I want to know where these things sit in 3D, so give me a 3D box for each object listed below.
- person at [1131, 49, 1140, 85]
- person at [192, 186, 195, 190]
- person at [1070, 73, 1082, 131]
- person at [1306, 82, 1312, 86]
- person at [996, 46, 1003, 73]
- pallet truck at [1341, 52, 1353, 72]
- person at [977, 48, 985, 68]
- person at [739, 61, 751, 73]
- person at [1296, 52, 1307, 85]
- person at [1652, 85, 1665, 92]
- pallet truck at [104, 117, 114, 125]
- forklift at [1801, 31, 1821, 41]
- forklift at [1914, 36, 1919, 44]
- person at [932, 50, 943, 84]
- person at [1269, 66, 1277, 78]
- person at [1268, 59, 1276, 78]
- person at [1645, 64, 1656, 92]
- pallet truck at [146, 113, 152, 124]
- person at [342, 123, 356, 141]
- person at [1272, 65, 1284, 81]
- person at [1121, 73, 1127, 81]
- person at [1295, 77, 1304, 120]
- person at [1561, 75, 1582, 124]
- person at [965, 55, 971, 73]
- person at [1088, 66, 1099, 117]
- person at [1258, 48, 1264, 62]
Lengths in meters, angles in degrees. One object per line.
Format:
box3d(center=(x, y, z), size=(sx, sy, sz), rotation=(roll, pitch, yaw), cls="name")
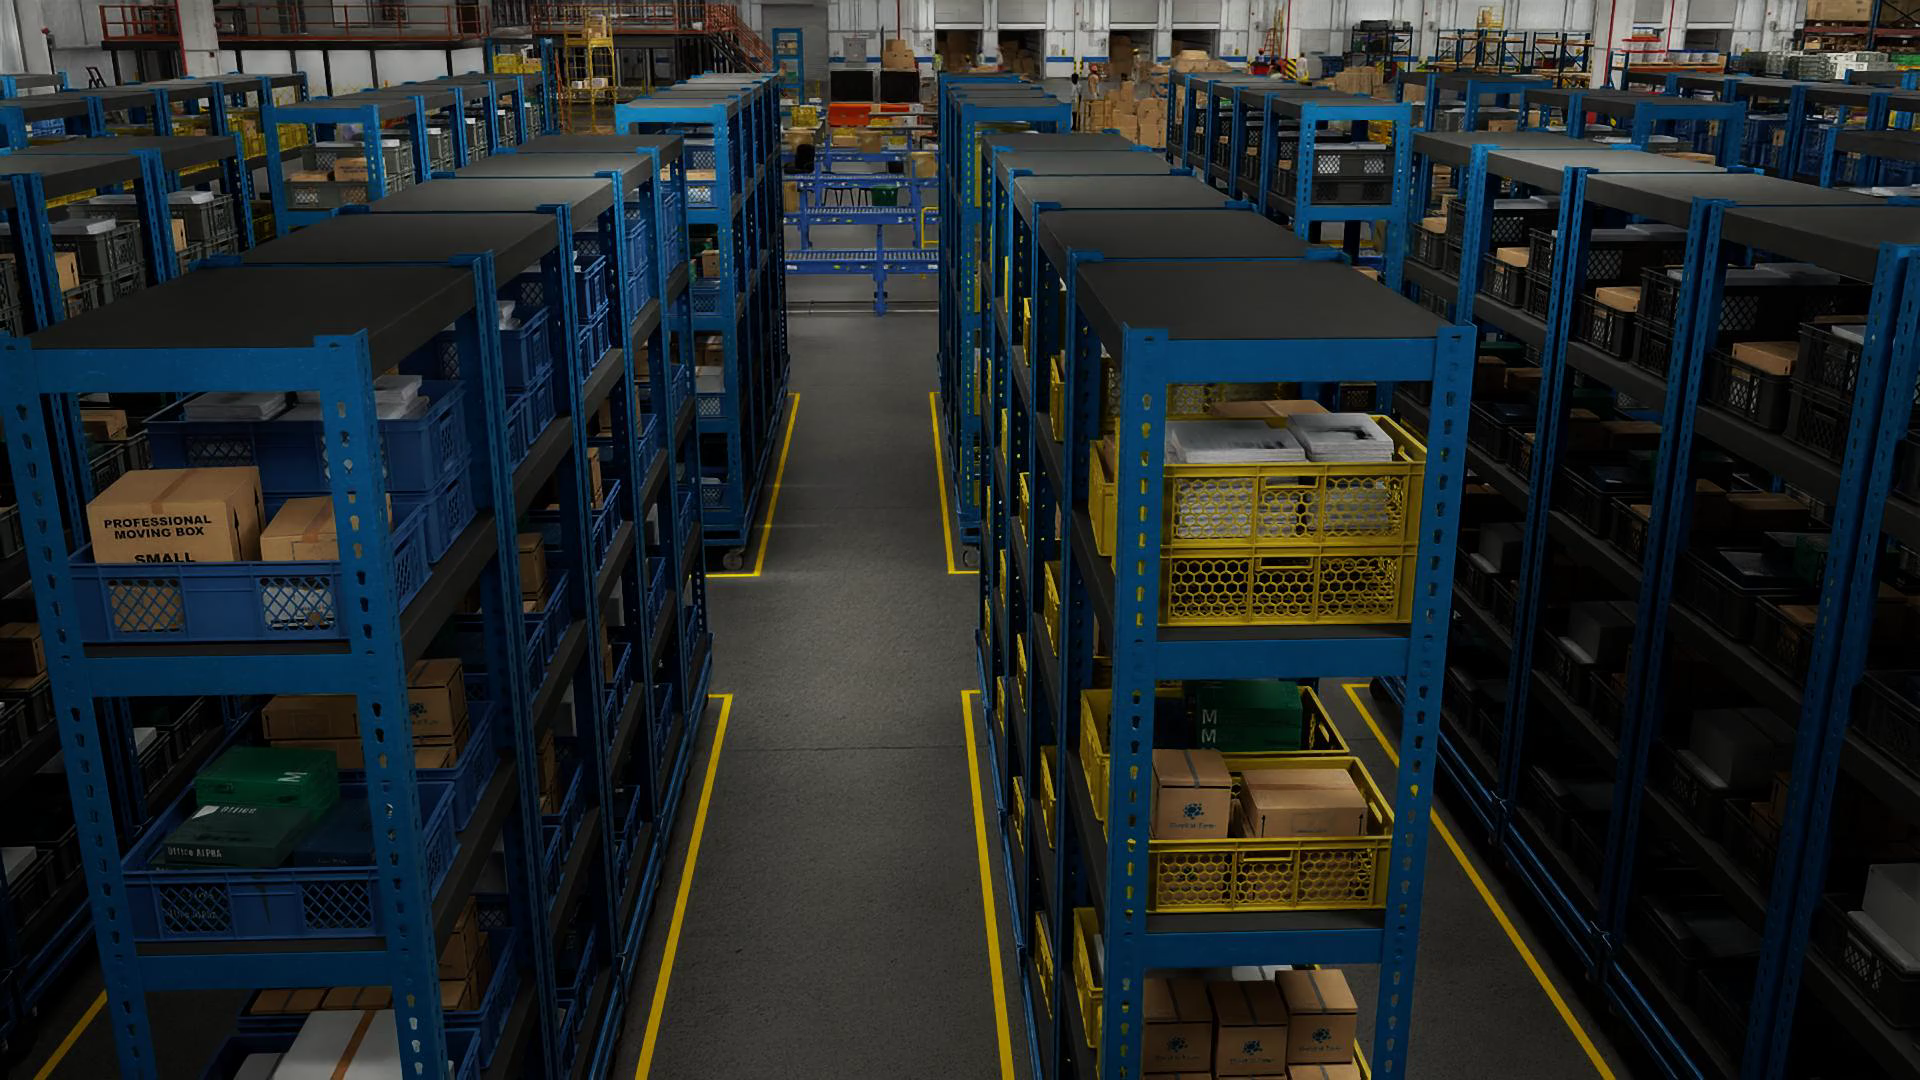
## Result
box3d(center=(9.528, -25.683, 90.304), size=(0.628, 1.905, 0.611), rotation=(15, 23, 39), cls="person")
box3d(center=(-18.150, -9.269, 39.537), size=(0.437, 1.890, 0.664), rotation=(11, 21, 31), cls="person")
box3d(center=(4.012, -15.187, 57.725), size=(0.368, 1.965, 0.609), rotation=(-8, 19, -22), cls="person")
box3d(center=(11.910, -14.859, 57.148), size=(0.320, 1.692, 0.534), rotation=(6, 19, 19), cls="person")
box3d(center=(2.172, -26.781, 93.603), size=(0.801, 1.968, 0.625), rotation=(3, 18, 9), cls="person")
box3d(center=(18.794, -23.123, 82.231), size=(0.823, 1.965, 1.885), rotation=(-13, 22, -35), cls="pallet truck")
box3d(center=(1.175, -26.003, 91.258), size=(0.611, 1.927, 0.624), rotation=(14, 22, 36), cls="person")
box3d(center=(-10.029, -21.590, 77.741), size=(0.585, 1.849, 0.949), rotation=(-4, 18, -12), cls="person")
box3d(center=(17.064, -23.380, 83.121), size=(0.372, 1.940, 0.627), rotation=(-16, 24, -41), cls="person")
box3d(center=(26.774, -17.060, 63.601), size=(0.593, 1.917, 0.392), rotation=(7, 19, 20), cls="person")
box3d(center=(-18.367, -7.885, 35.078), size=(1.885, 1.965, 0.823), rotation=(1, 18, 2), cls="pallet truck")
box3d(center=(45.917, -26.108, 90.055), size=(1.129, 2.768, 1.873), rotation=(-1, 18, -2), cls="forklift")
box3d(center=(50.112, -25.109, 86.965), size=(1.129, 2.768, 1.873), rotation=(-7, 19, -21), cls="forklift")
box3d(center=(-1.251, -25.985, 91.343), size=(0.626, 1.840, 0.430), rotation=(-7, 19, -21), cls="person")
box3d(center=(12.848, -18.484, 68.127), size=(0.675, 1.847, 0.519), rotation=(-12, 21, -32), cls="person")
box3d(center=(15.101, -22.396, 80.480), size=(0.534, 1.692, 0.321), rotation=(-17, 24, -42), cls="person")
box3d(center=(30.785, -20.421, 74.072), size=(0.574, 1.876, 0.355), rotation=(-7, 19, -20), cls="person")
box3d(center=(-18.087, -8.309, 36.390), size=(1.885, 1.965, 0.823), rotation=(-1, 18, -4), cls="pallet truck")
box3d(center=(-15.814, -10.429, 42.979), size=(1.066, 1.986, 0.636), rotation=(-6, 19, -19), cls="person")
box3d(center=(12.772, -18.127, 66.937), size=(0.529, 1.900, 0.604), rotation=(-9, 20, -26), cls="person")
box3d(center=(6.094, -16.264, 61.264), size=(0.880, 1.839, 0.527), rotation=(4, 18, 12), cls="person")
box3d(center=(12.253, -15.707, 59.688), size=(0.757, 1.737, 0.530), rotation=(13, 22, 35), cls="person")
box3d(center=(20.174, -14.308, 54.884), size=(0.678, 2.000, 0.536), rotation=(11, 21, 31), cls="person")
box3d(center=(0.396, -23.636, 84.228), size=(0.294, 1.744, 0.484), rotation=(-10, 20, -28), cls="person")
box3d(center=(5.242, -17.545, 65.060), size=(0.345, 1.942, 0.547), rotation=(-14, 22, -36), cls="person")
box3d(center=(16.330, -25.725, 90.380), size=(0.360, 1.938, 0.545), rotation=(0, 18, -1), cls="person")
